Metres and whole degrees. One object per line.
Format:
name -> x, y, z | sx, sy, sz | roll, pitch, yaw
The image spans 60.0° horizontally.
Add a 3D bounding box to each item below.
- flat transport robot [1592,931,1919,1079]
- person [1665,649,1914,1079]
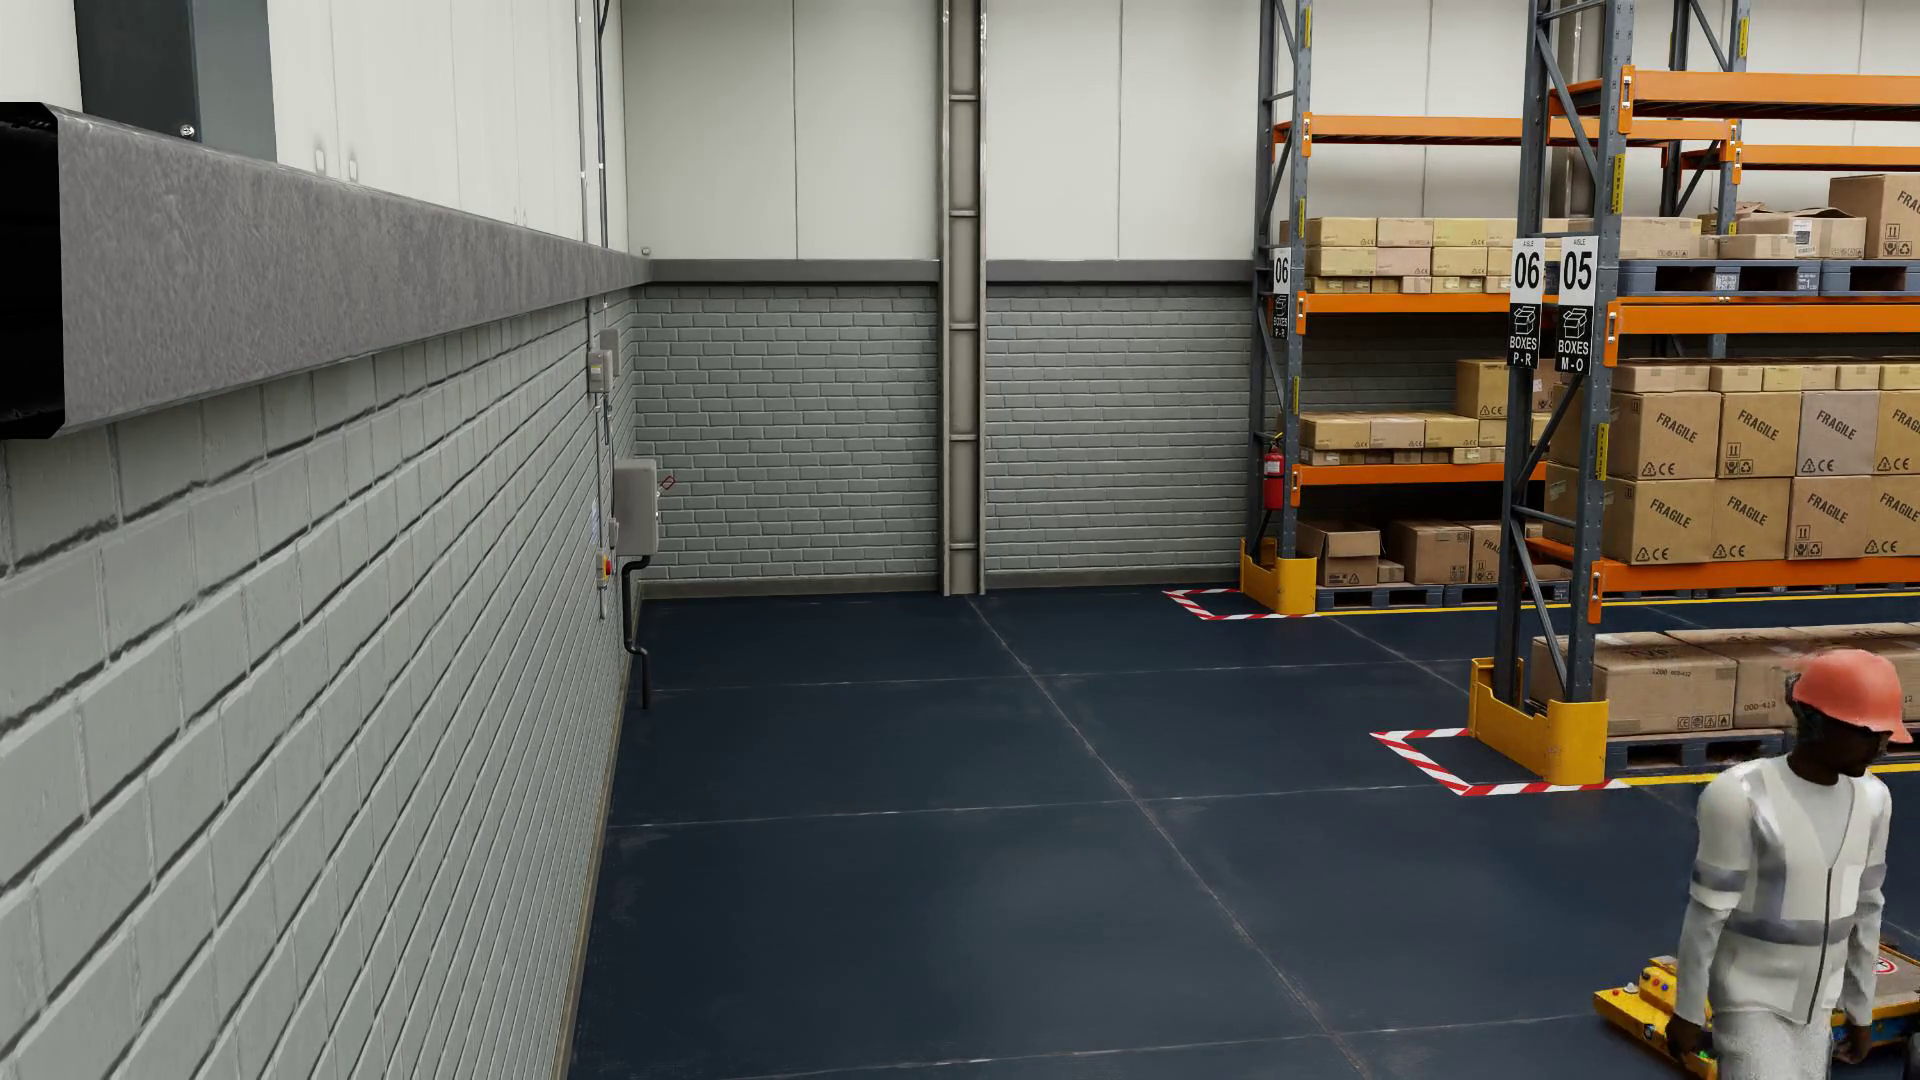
flat transport robot -> 3.344, 1.831, 6.648 | 1.431, 0.197, 0.652 | -3, 10, -17
person -> 2.316, 1.284, 4.648 | 0.647, 2.014, 0.449 | -3, 10, -18
